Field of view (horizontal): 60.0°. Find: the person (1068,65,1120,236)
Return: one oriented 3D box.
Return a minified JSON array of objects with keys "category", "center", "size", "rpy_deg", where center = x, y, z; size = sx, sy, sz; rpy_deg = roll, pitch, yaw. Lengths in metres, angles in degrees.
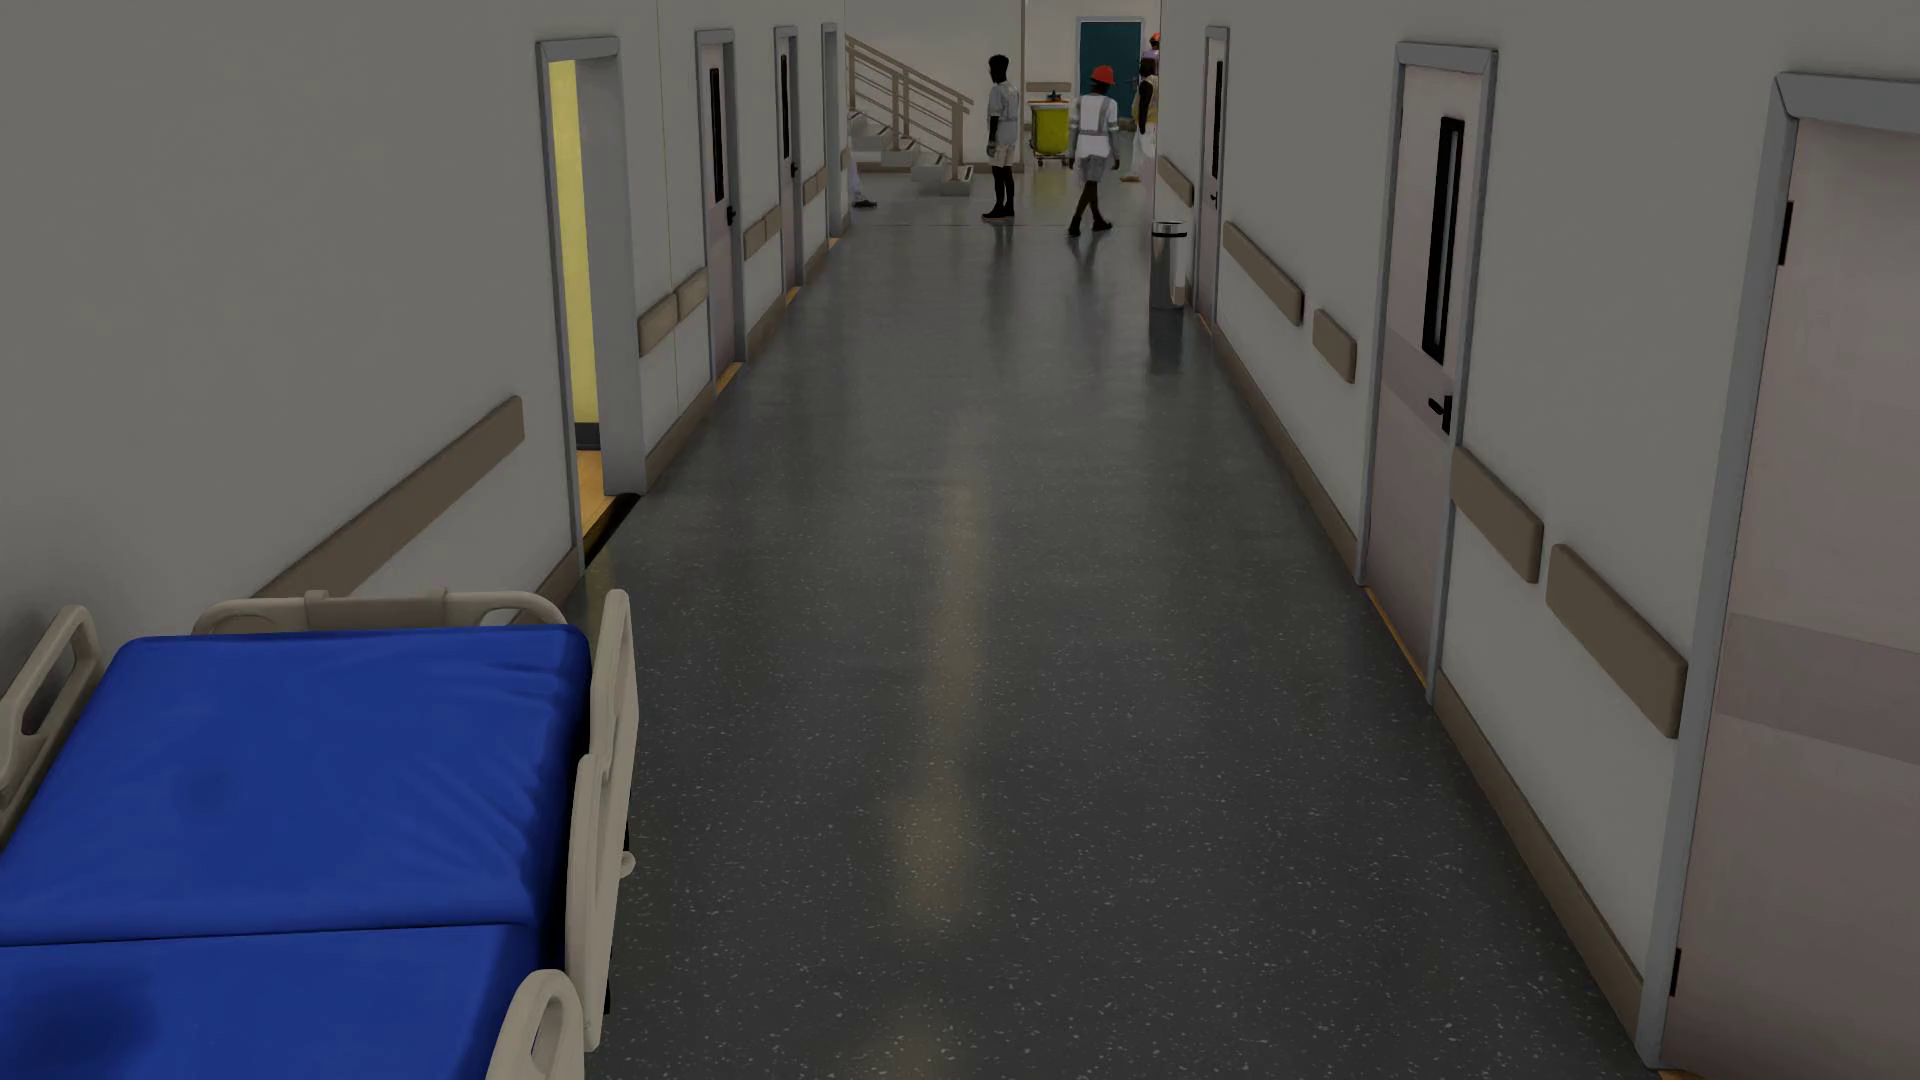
[{"category":"person","center":[1.494,-4.380,18.745],"size":[0.552,1.884,1.010],"rpy_deg":[12,21,32]}]

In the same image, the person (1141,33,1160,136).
[{"category":"person","center":[3.938,-9.248,33.778],"size":[0.411,2.033,0.613],"rpy_deg":[-16,24,-42]}]

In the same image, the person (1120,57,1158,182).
[{"category":"person","center":[2.787,-6.140,24.360],"size":[0.864,1.815,0.636],"rpy_deg":[6,19,19]}]

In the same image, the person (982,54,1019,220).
[{"category":"person","center":[0.499,-4.865,20.125],"size":[0.385,1.956,0.612],"rpy_deg":[9,20,25]}]
